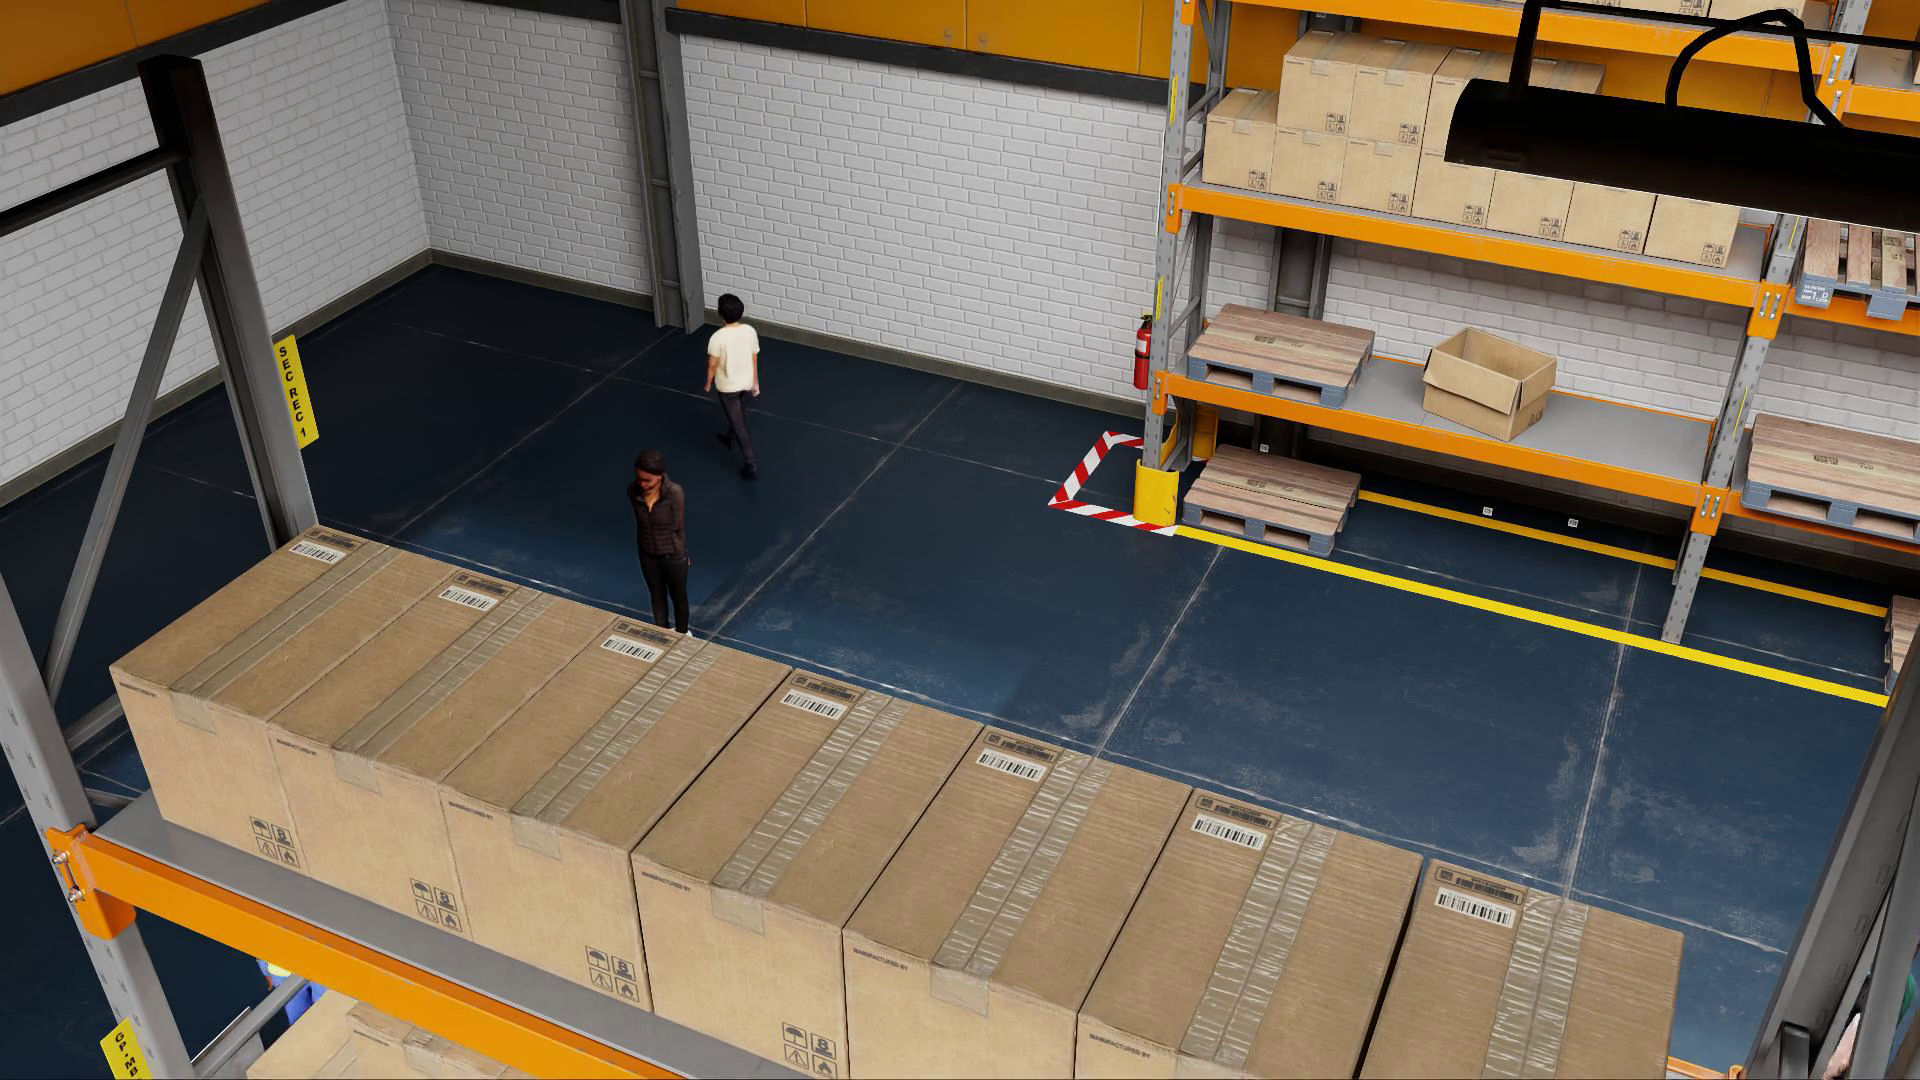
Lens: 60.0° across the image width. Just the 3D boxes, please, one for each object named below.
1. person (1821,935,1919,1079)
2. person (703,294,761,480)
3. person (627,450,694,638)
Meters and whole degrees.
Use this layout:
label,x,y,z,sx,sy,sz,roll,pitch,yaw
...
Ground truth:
label,x,y,z,sx,sy,sz,roll,pitch,yaw
person,4.150,2.499,7.713,1.150,1.801,0.753,20,38,27
person,-1.782,-1.211,13.513,0.840,1.559,1.042,-27,42,-34
person,-2.046,0.081,11.477,0.623,1.661,0.691,-8,34,-11
